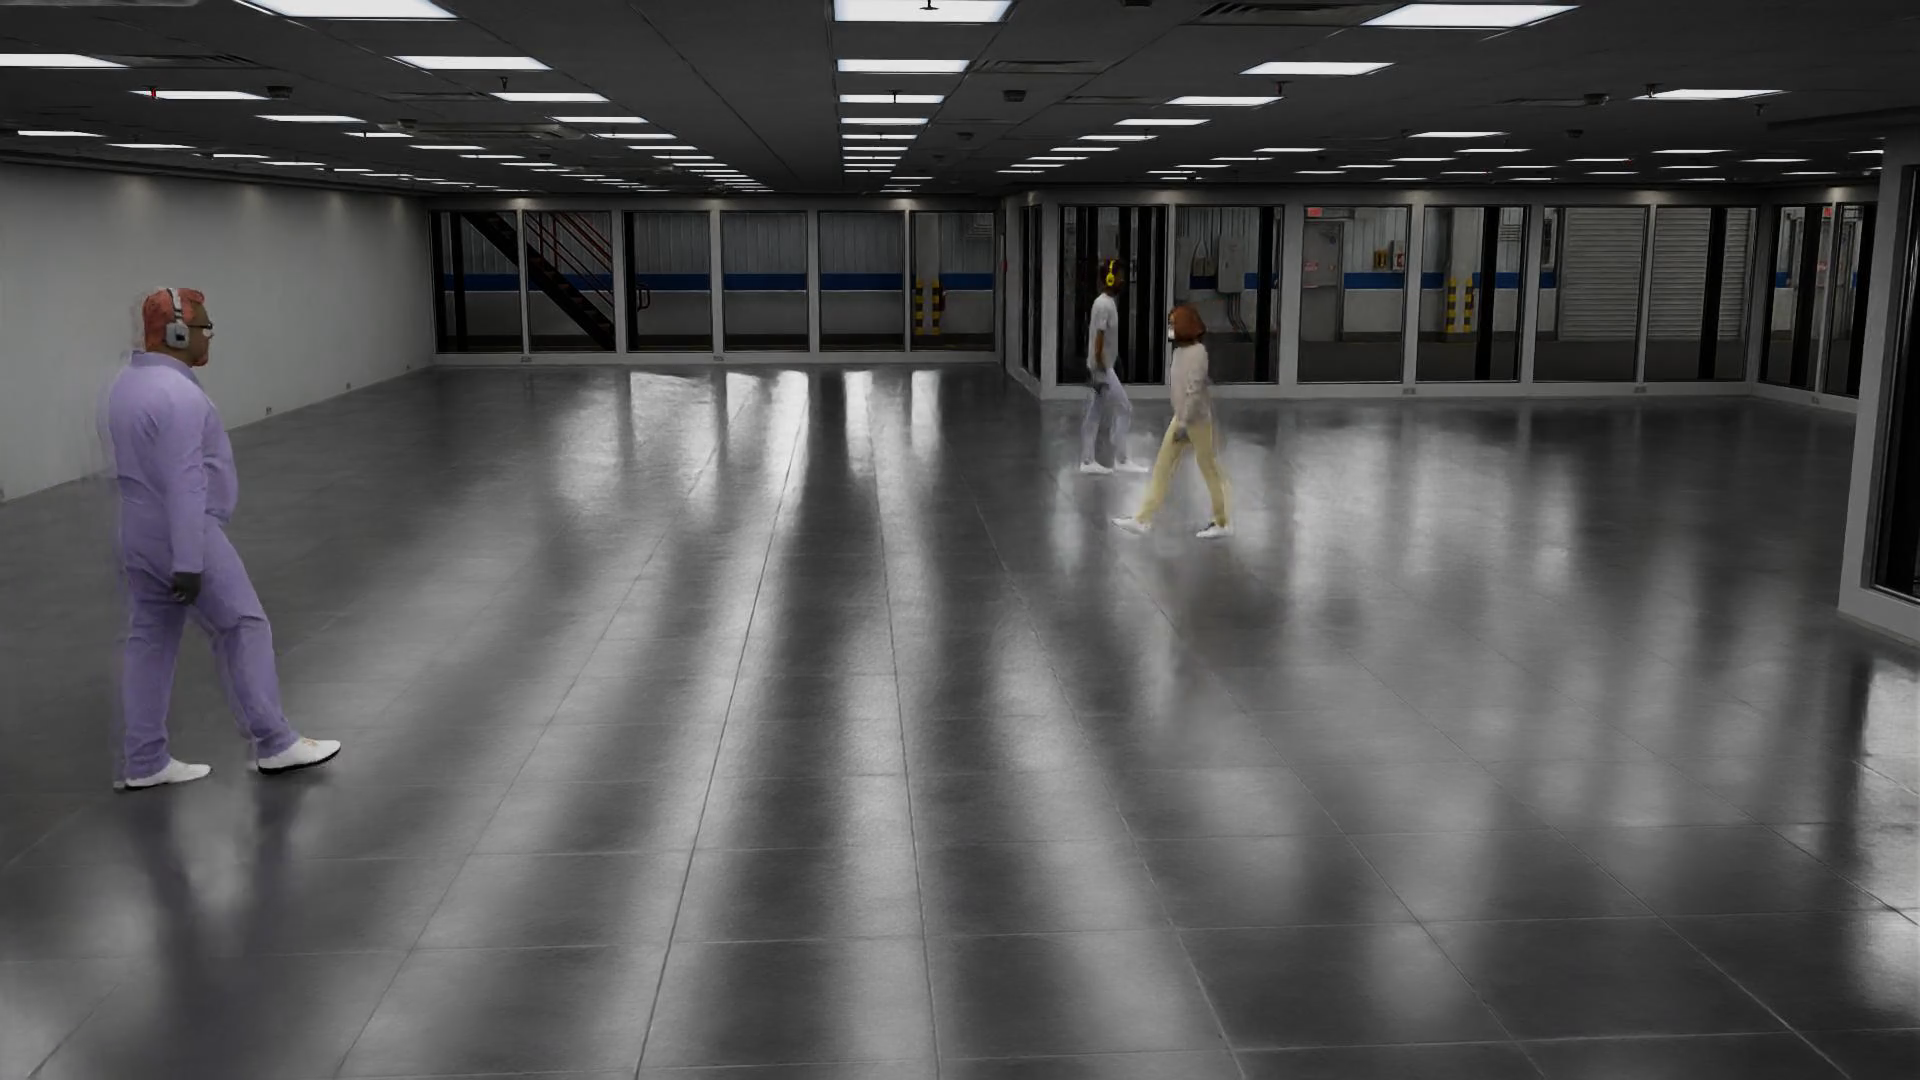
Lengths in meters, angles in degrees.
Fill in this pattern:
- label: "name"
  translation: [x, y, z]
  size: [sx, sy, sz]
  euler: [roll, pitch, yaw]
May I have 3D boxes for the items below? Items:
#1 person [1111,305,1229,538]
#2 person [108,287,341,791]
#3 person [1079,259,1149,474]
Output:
- label: "person"
  translation: [1.471, -0.781, 11.268]
  size: [0.865, 1.584, 0.506]
  euler: [-4, 11, -19]
- label: "person"
  translation: [-2.824, -0.005, 6.309]
  size: [0.648, 1.878, 0.846]
  euler: [10, 14, 43]
- label: "person"
  translation: [1.367, -1.468, 14.266]
  size: [0.741, 1.844, 0.565]
  euler: [1, 11, 5]
